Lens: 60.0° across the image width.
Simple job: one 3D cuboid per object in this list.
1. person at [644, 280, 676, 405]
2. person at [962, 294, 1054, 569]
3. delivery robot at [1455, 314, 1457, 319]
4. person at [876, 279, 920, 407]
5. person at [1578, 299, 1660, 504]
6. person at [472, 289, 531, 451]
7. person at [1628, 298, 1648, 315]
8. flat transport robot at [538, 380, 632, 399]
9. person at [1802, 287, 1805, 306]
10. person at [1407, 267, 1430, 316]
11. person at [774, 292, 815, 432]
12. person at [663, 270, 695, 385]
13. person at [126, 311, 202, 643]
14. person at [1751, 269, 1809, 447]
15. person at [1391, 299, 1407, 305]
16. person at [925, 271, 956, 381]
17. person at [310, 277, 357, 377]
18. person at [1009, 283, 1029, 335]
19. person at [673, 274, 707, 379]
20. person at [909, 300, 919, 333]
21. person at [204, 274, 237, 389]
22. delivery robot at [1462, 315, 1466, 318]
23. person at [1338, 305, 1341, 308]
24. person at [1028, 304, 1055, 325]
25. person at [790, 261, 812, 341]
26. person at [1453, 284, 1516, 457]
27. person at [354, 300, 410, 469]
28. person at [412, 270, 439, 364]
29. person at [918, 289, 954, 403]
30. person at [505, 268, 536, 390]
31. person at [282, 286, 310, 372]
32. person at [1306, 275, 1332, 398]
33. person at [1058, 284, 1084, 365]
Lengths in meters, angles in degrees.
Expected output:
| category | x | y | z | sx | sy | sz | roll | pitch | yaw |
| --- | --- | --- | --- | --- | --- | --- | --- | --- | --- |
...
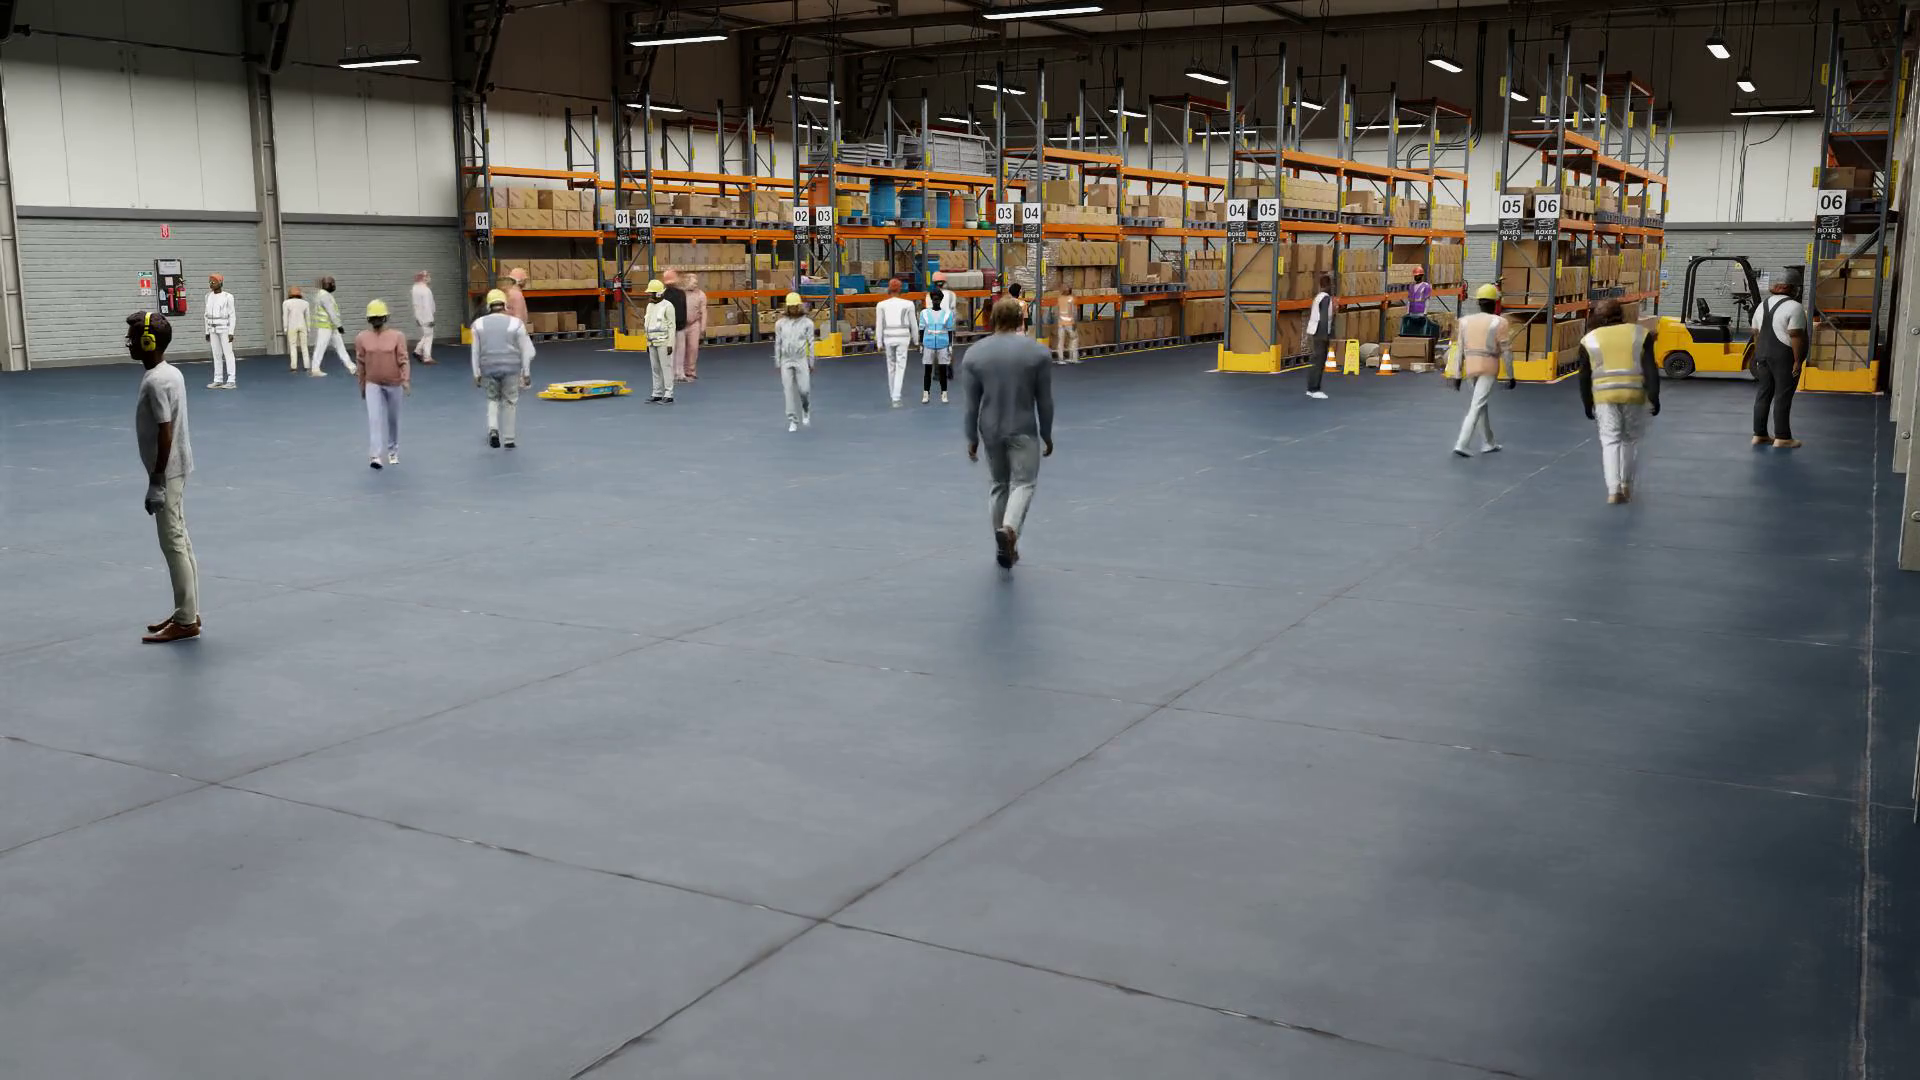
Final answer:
| category | x | y | z | sx | sy | sz | roll | pitch | yaw |
| --- | --- | --- | --- | --- | --- | --- | --- | --- | --- |
| person | -4.432 | -2.905 | 24.466 | 0.601 | 1.827 | 0.403 | 9 | 13 | 43 |
| person | 0.321 | -0.737 | 11.520 | 0.636 | 1.924 | 0.762 | 2 | 10 | 13 |
| delivery robot | 13.818 | -6.032 | 46.223 | 0.477 | 0.478 | 0.707 | 1 | 10 | 4 |
| person | -0.906 | -2.862 | 24.192 | 0.582 | 1.845 | 0.855 | 3 | 10 | 16 |
| person | 5.860 | -1.240 | 14.847 | 0.696 | 1.789 | 0.815 | 3 | 10 | 17 |
| person | -5.118 | -1.897 | 18.601 | 0.609 | 1.811 | 0.423 | 0 | 10 | -1 |
| person | 18.138 | -6.333 | 44.454 | 0.568 | 1.853 | 0.394 | -3 | 10 | -15 |
| flat transport robot | -5.780 | -2.336 | 25.689 | 0.652 | 0.197 | 1.431 | 5 | 11 | 27 |
| person | 18.440 | -5.092 | 37.014 | 0.585 | 1.919 | 0.388 | 5 | 11 | 26 |
| person | 10.142 | -5.084 | 36.905 | 0.361 | 1.938 | 0.546 | -9 | 13 | -41 |
| person | -2.060 | -2.211 | 20.698 | 0.488 | 1.731 | 0.398 | 0 | 10 | 2 |
| person | -4.816 | -3.579 | 28.076 | 0.503 | 1.945 | 0.734 | 8 | 13 | 39 |
| person | -4.523 | -0.355 | 9.417 | 0.329 | 1.872 | 0.509 | -3 | 10 | -18 |
| person | 9.459 | -2.094 | 19.101 | 0.536 | 2.000 | 0.688 | -3 | 10 | -15 |
| person | 12.032 | -6.615 | 45.755 | 0.616 | 1.995 | 1.049 | 8 | 12 | 38 |
| person | -0.325 | -3.702 | 28.851 | 0.567 | 1.923 | 0.649 | -2 | 10 | -12 |
| person | -11.350 | -3.856 | 30.138 | 0.967 | 1.787 | 0.621 | -2 | 10 | -14 |
| person | 0.967 | -3.685 | 29.422 | 0.541 | 1.695 | 0.316 | 4 | 11 | 24 |
| person | -4.841 | -3.796 | 29.608 | 0.721 | 1.863 | 0.558 | 0 | 10 | 2 |
| person | -1.394 | -6.432 | 45.742 | 0.523 | 1.600 | 0.752 | 4 | 11 | 23 |
| person | -12.178 | -3.425 | 27.357 | 0.575 | 1.883 | 0.355 | 3 | 10 | 18 |
| delivery robot | 13.794 | -5.920 | 45.570 | 0.707 | 0.478 | 0.477 | -1 | 10 | -6 |
| person | 9.414 | -5.821 | 41.505 | 0.351 | 1.843 | 0.506 | -7 | 12 | -35 |
| person | 1.849 | -5.205 | 37.655 | 0.624 | 1.931 | 0.378 | 1 | 10 | 6 |
| person | -3.883 | -5.820 | 40.910 | 0.608 | 2.044 | 0.373 | 7 | 12 | 37 |
| person | 5.695 | -1.847 | 18.157 | 1.002 | 1.880 | 0.595 | -7 | 12 | -37 |
| person | -5.937 | -1.597 | 17.126 | 0.535 | 1.717 | 0.896 | -3 | 10 | -15 |
| person | -10.753 | -4.478 | 33.496 | 0.436 | 1.890 | 0.670 | -7 | 12 | -36 |
| person | -0.355 | -2.861 | 24.600 | 0.533 | 1.696 | 0.318 | 0 | 10 | 1 |
| person | -7.159 | -3.426 | 27.064 | 0.443 | 1.978 | 0.649 | -5 | 11 | -26 |
| person | -12.461 | -3.961 | 31.261 | 0.506 | 1.624 | 0.296 | -8 | 13 | -41 |
| person | 5.548 | -3.139 | 25.715 | 0.375 | 1.880 | 0.695 | 1 | 10 | 3 |
| person | 2.217 | -4.306 | 33.257 | 0.674 | 1.614 | 0.540 | -8 | 13 | -40 |
